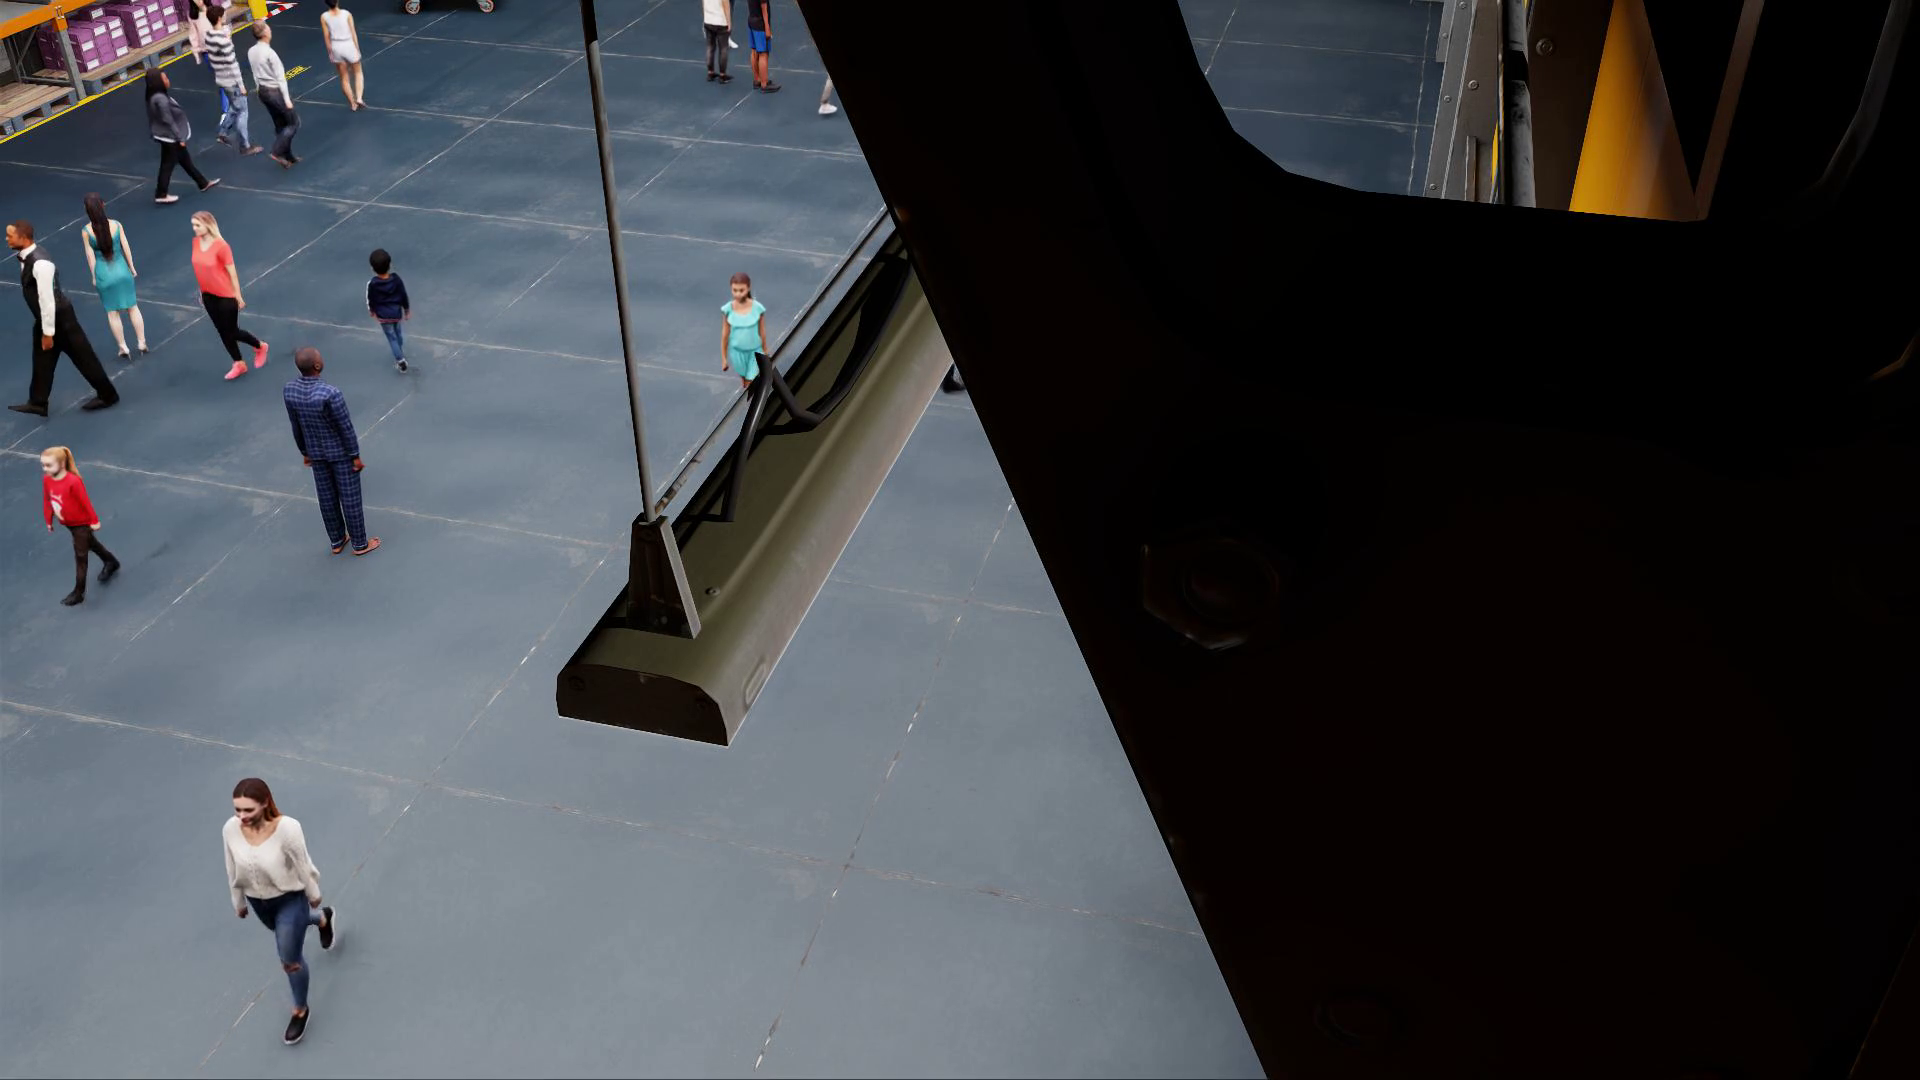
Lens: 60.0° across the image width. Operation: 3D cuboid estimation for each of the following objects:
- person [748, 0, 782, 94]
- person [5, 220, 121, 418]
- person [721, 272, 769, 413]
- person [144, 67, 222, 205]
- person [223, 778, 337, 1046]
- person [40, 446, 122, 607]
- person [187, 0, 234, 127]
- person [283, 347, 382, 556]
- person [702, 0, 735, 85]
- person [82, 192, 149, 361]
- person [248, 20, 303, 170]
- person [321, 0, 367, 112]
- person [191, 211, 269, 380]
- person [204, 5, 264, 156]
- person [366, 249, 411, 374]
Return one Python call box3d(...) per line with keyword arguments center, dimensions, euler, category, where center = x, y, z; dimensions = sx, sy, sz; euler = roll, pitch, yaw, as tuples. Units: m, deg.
box3d(center=(-2.744, -7.047, 22.731), dimensions=(0.758, 1.794, 0.702), euler=(-18, 38, -26), category="person")
box3d(center=(-8.094, -2.012, 15.076), dimensions=(1.265, 1.883, 1.127), euler=(-24, 41, -32), category="person")
box3d(center=(-1.911, -1.705, 14.943), dimensions=(0.695, 1.518, 1.085), euler=(2, 34, 4), category="person")
box3d(center=(-9.295, -4.672, 19.374), dimensions=(1.140, 1.555, 1.038), euler=(-22, 40, -30), category="person")
box3d(center=(-3.789, 1.952, 9.310), dimensions=(0.723, 1.664, 1.105), euler=(3, 34, 5), category="person")
box3d(center=(-6.803, -0.173, 12.880), dimensions=(0.523, 1.250, 0.889), euler=(10, 35, 14), category="person")
box3d(center=(-9.725, -6.370, 21.781), dimensions=(0.931, 1.718, 1.263), euler=(-3, 34, -4), category="person")
box3d(center=(-4.989, -0.703, 13.160), dimensions=(0.679, 1.824, 0.608), euler=(7, 34, 10), category="person")
box3d(center=(-3.398, -7.208, 23.046), dimensions=(0.676, 1.713, 0.626), euler=(17, 37, 24), category="person")
box3d(center=(-8.166, -2.542, 16.048), dimensions=(0.572, 1.689, 0.676), euler=(-27, 42, -34), category="person")
box3d(center=(-8.383, -5.374, 20.201), dimensions=(0.762, 1.808, 0.815), euler=(17, 37, 24), category="person")
box3d(center=(-8.156, -6.448, 22.006), dimensions=(0.672, 1.600, 0.699), euler=(-7, 34, -11), category="person")
box3d(center=(-6.922, -2.338, 15.750), dimensions=(0.664, 1.680, 0.747), euler=(15, 37, 22), category="person")
box3d(center=(-9.139, -5.648, 20.591), dimensions=(0.890, 1.833, 0.832), euler=(-27, 42, -34), category="person")
box3d(center=(-5.456, -2.164, 15.928), dimensions=(0.810, 1.193, 0.846), euler=(-21, 39, -28), category="person")
